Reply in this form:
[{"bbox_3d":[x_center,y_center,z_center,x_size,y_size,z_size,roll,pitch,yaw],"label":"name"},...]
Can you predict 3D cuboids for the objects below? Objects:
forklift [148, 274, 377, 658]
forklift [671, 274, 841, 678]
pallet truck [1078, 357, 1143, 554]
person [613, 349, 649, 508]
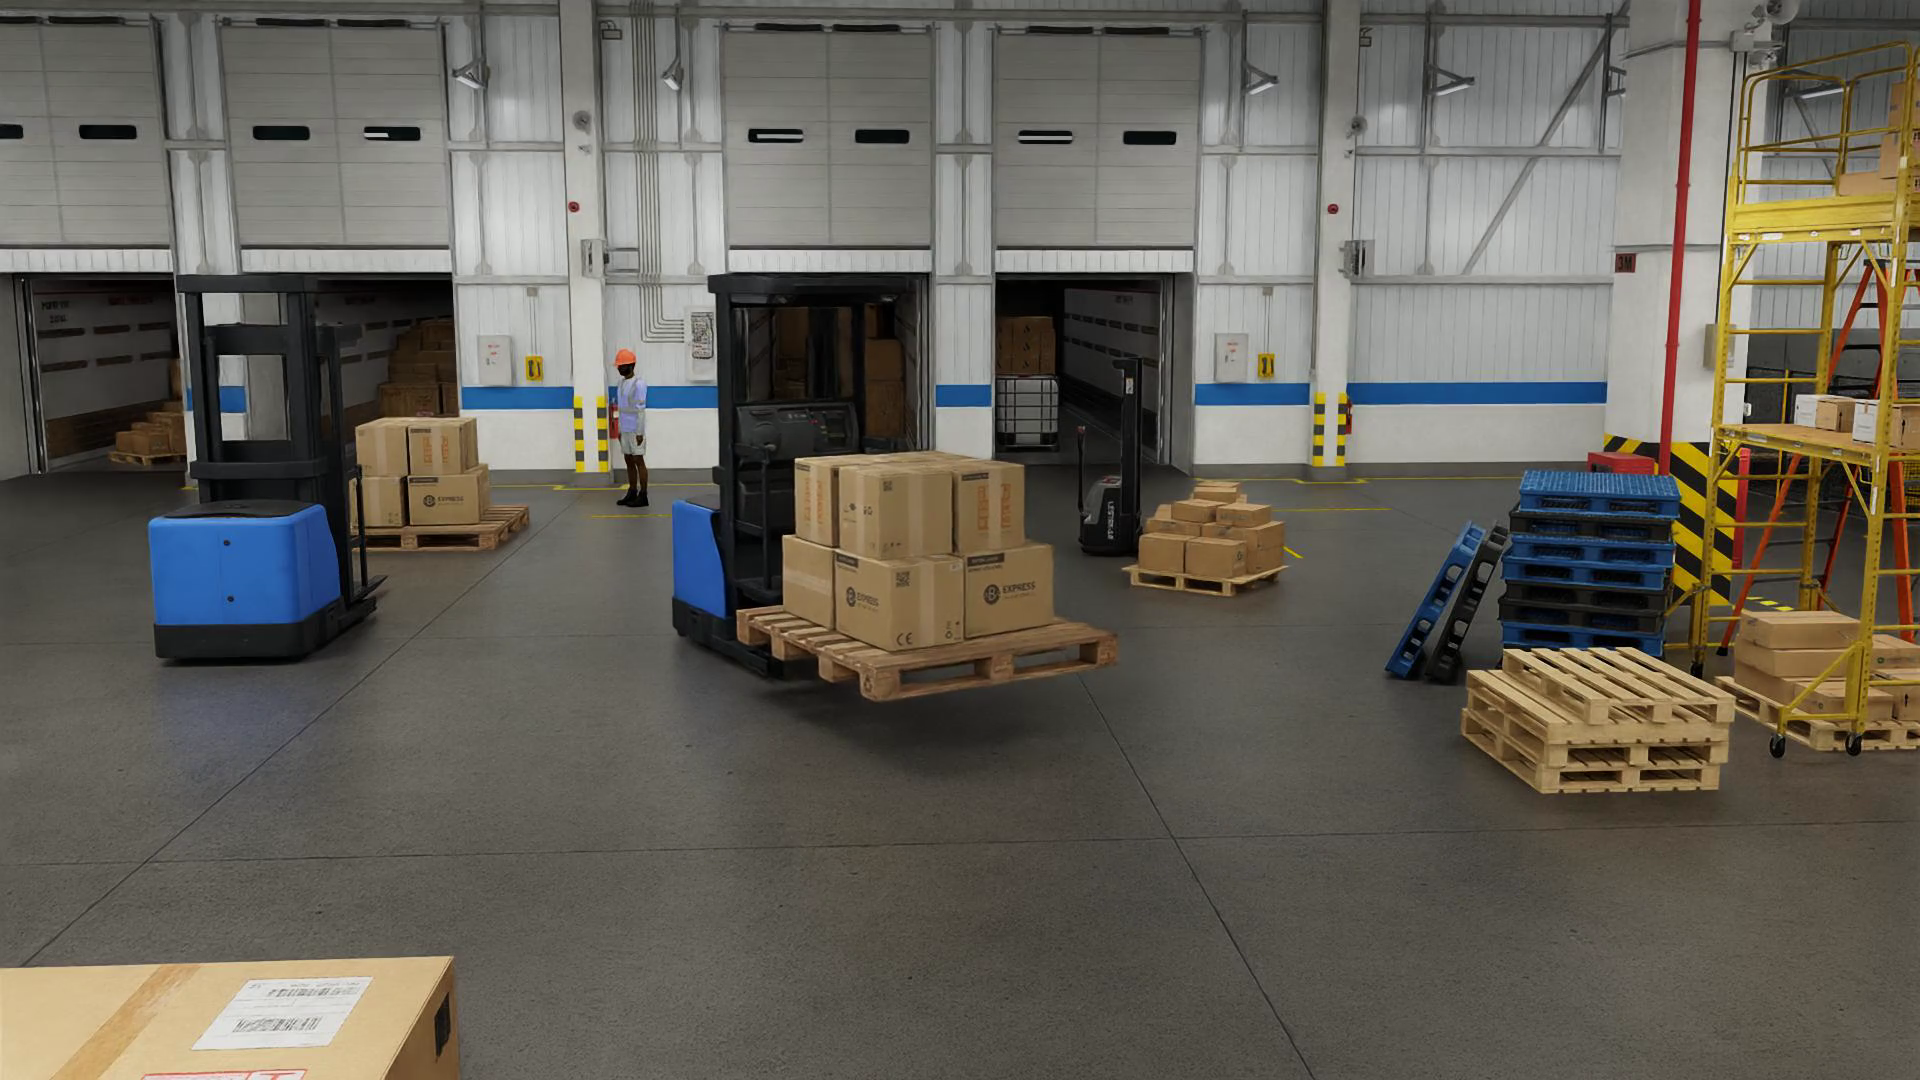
[{"bbox_3d":[-5.348,-0.627,12.681,1.129,2.768,1.873,-1,9,-4],"label":"forklift"},{"bbox_3d":[-1.353,-0.572,12.340,1.129,2.768,1.873,-6,11,-31],"label":"forklift"},{"bbox_3d":[2.088,-0.836,16.757,1.885,1.965,0.823,2,9,13],"label":"pallet truck"},{"bbox_3d":[-4.025,-1.360,20.271,0.389,1.930,0.544,-8,12,-41],"label":"person"}]
